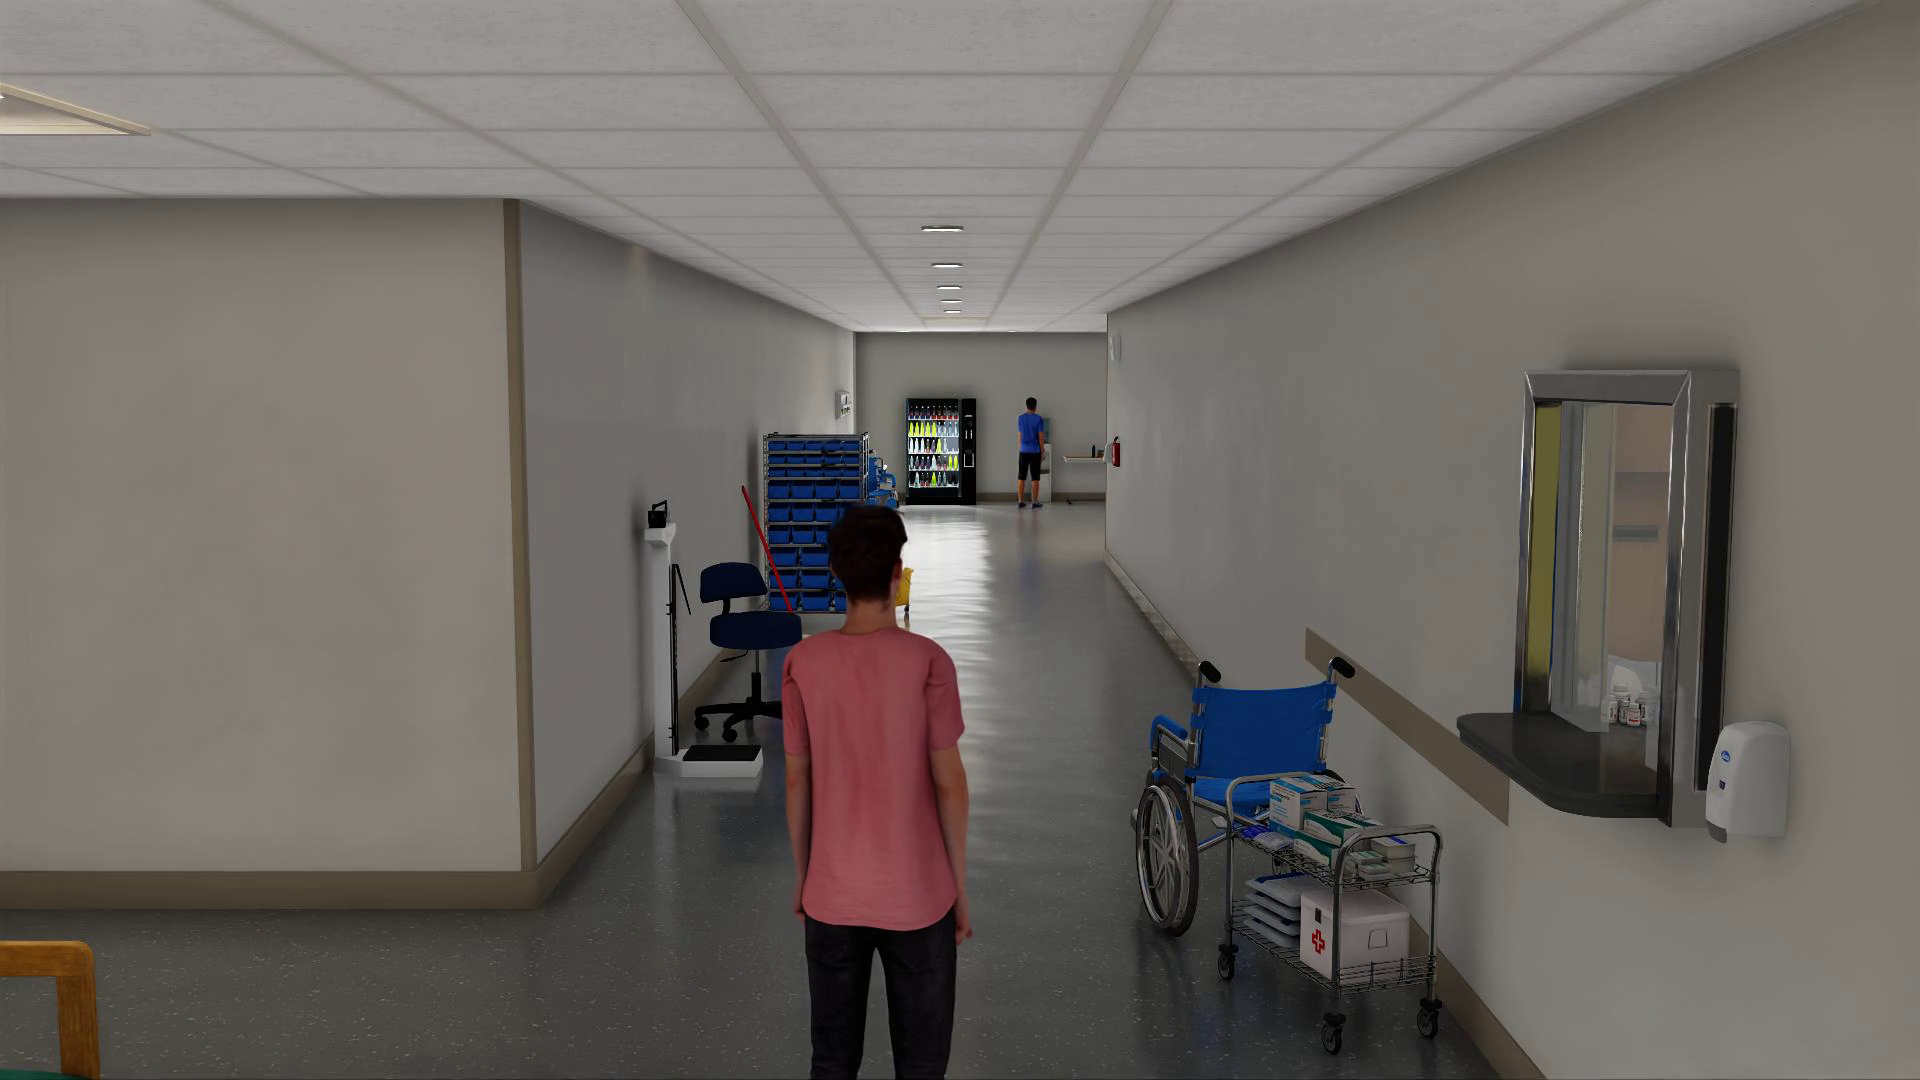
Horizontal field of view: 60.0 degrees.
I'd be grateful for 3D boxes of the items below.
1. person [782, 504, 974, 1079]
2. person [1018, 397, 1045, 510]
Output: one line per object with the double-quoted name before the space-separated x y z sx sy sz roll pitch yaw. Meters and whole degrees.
"person" -0.212 0.886 4.137 0.562 1.959 0.726 1 6 13
"person" 1.179 -1.470 28.023 0.593 1.864 0.726 2 6 19
